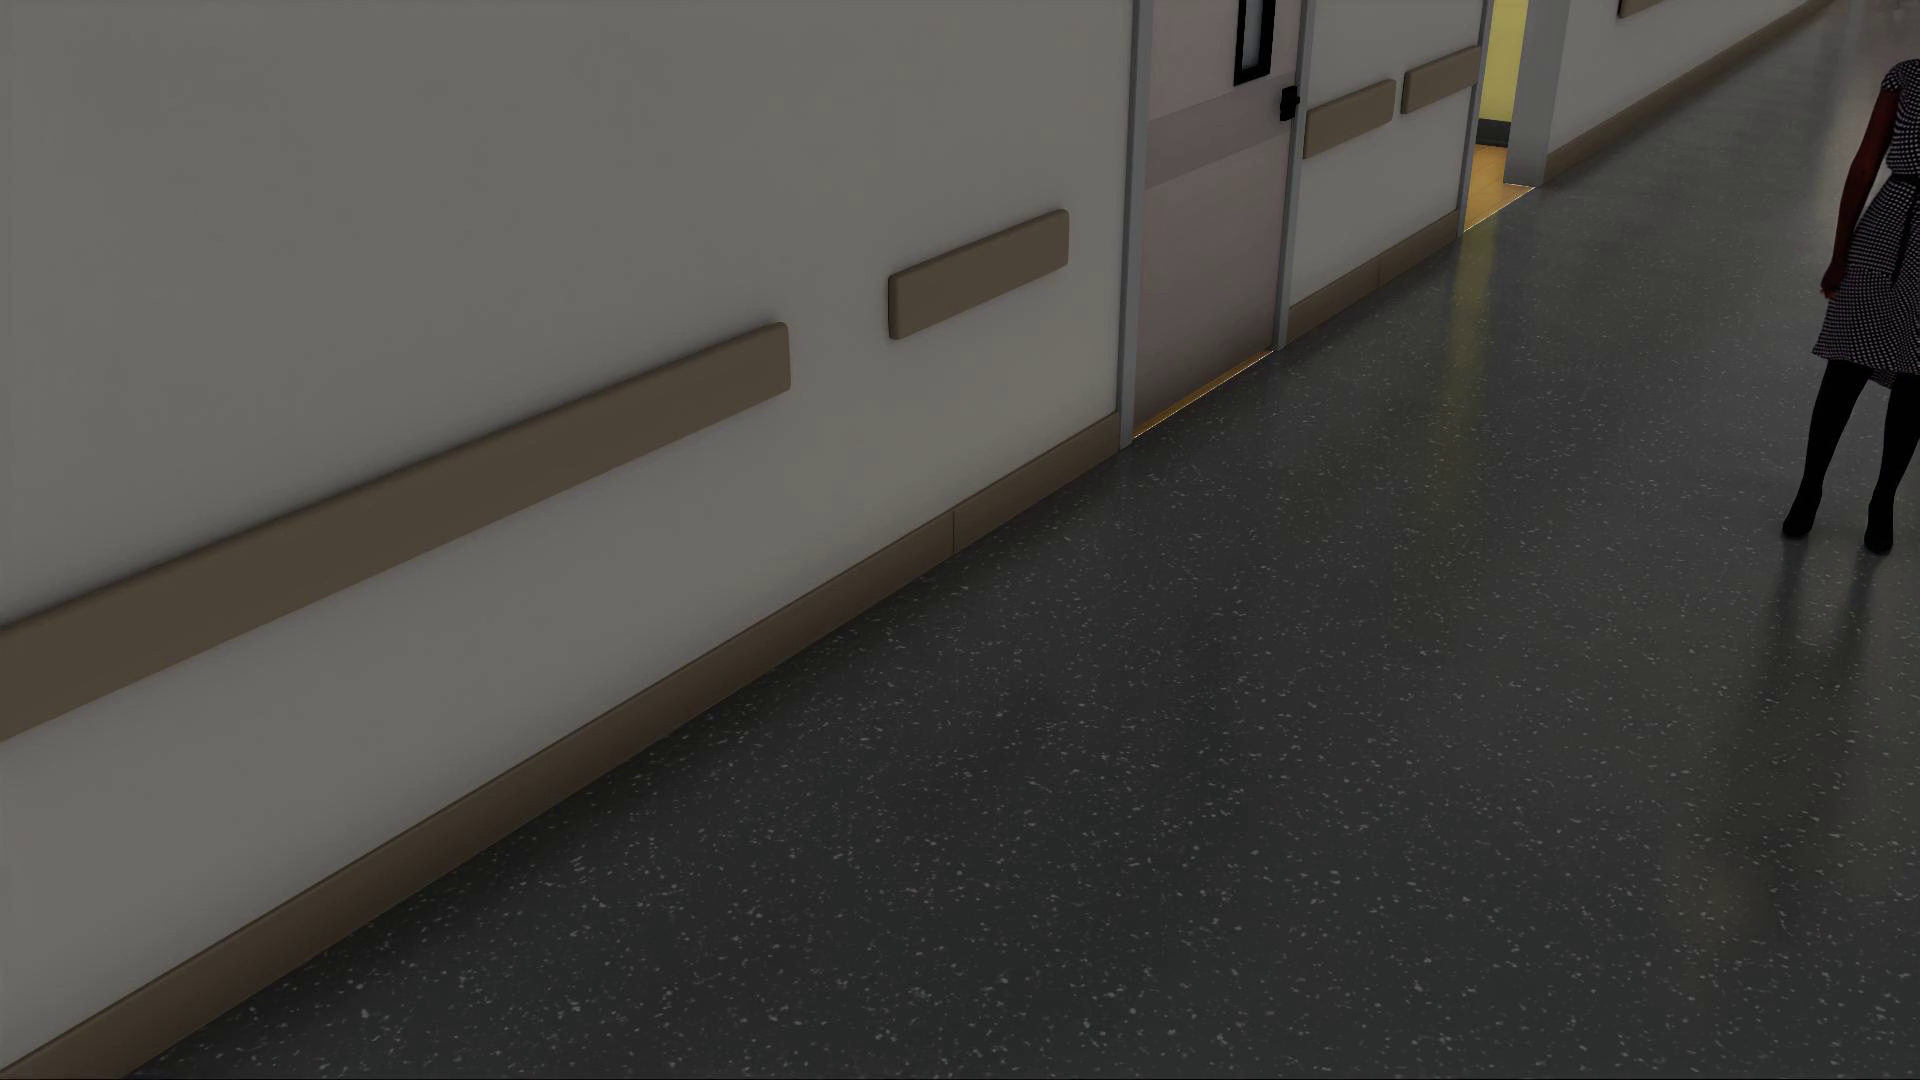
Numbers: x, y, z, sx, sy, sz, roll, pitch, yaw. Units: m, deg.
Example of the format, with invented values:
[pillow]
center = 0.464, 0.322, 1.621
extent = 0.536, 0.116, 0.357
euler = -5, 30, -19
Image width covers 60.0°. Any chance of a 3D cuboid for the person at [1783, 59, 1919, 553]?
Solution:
[person]
center = 2.908, -0.825, 5.086
extent = 0.488, 1.788, 0.695
euler = 14, 29, 26
